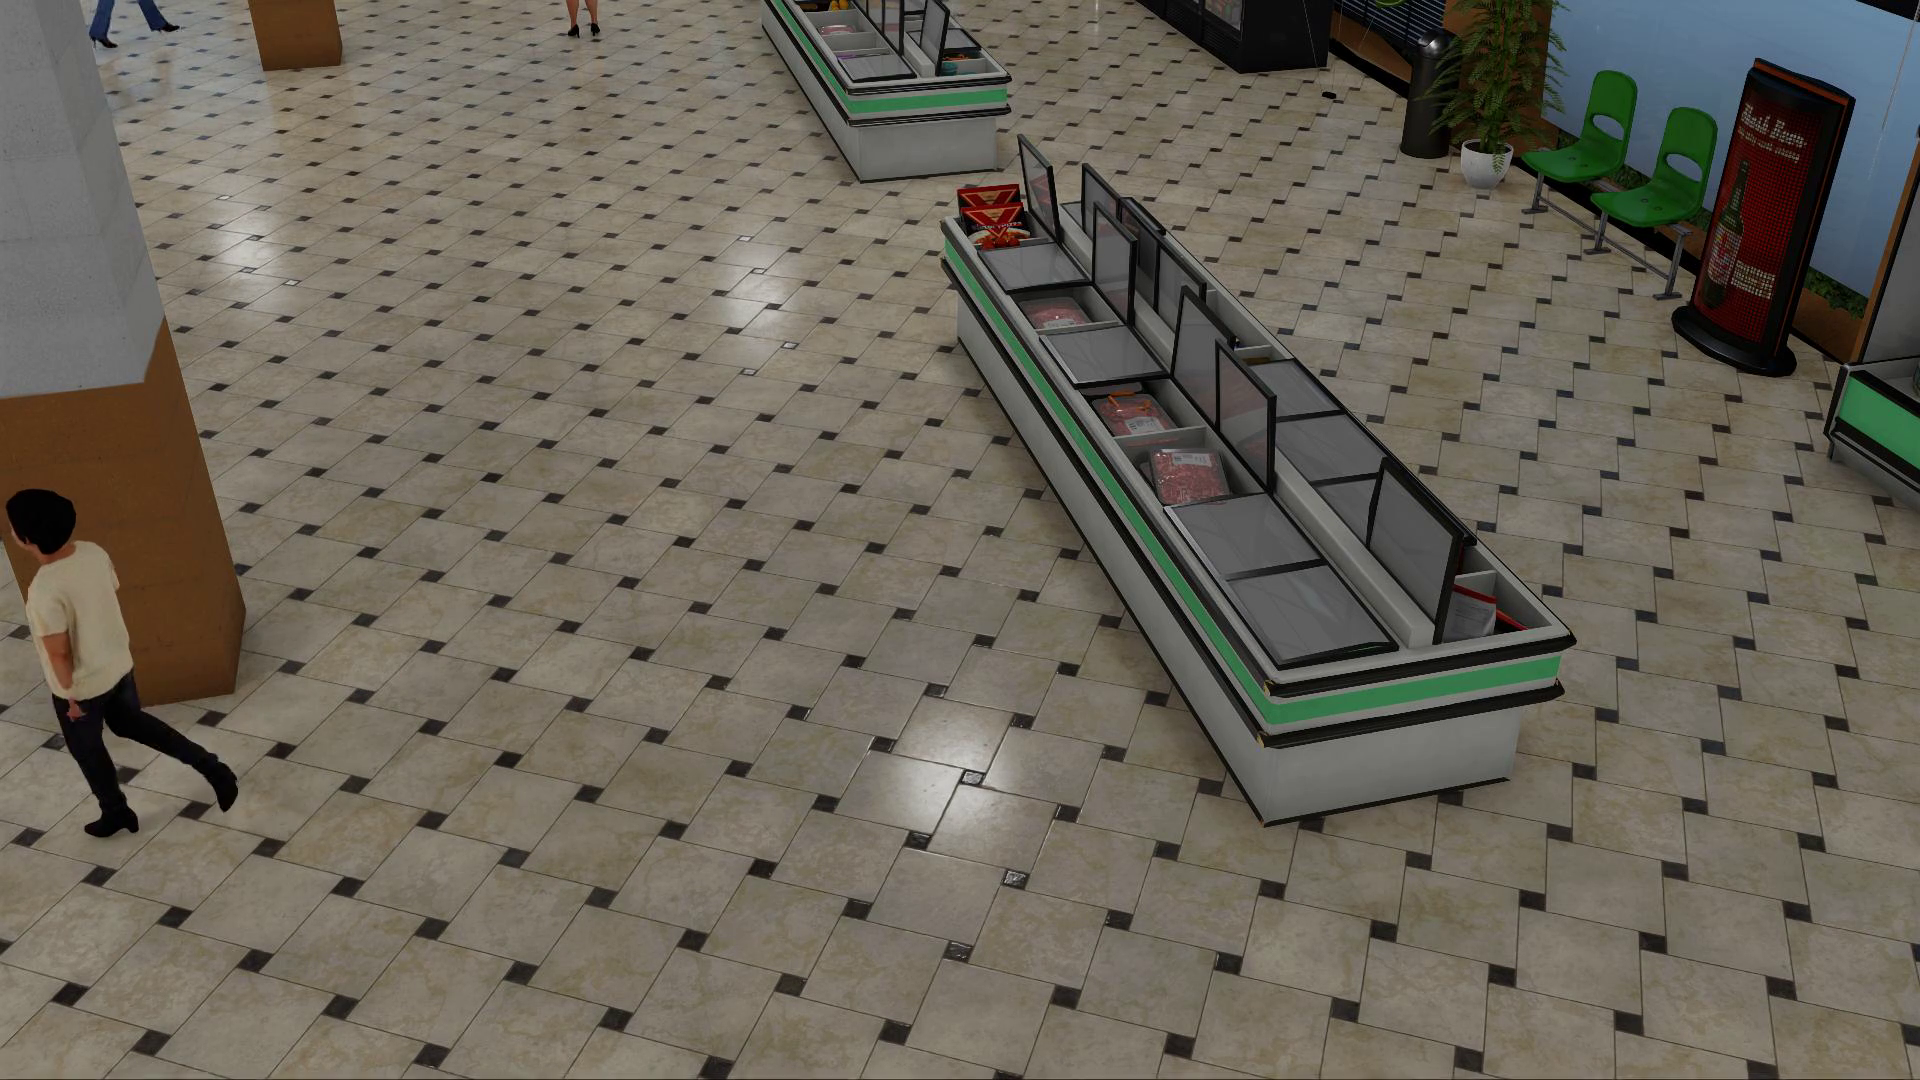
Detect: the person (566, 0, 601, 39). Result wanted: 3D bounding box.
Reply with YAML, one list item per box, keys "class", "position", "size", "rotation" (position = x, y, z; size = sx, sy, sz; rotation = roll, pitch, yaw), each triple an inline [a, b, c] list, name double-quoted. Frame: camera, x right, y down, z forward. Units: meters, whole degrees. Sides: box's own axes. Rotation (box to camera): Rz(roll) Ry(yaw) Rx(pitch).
- class: "person"
  position: [-3.783, -5.786, 16.288]
  size: [0.711, 1.671, 0.643]
  rotation: [-11, 34, -17]

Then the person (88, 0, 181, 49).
- class: "person"
  position: [-8.135, -5.550, 15.840]
  size: [1.170, 1.743, 1.081]
  rotation: [26, 40, 35]

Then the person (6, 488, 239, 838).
- class: "person"
  position: [-3.190, 0.517, 6.253]
  size: [0.853, 1.570, 0.924]
  rotation: [3, 32, 5]
